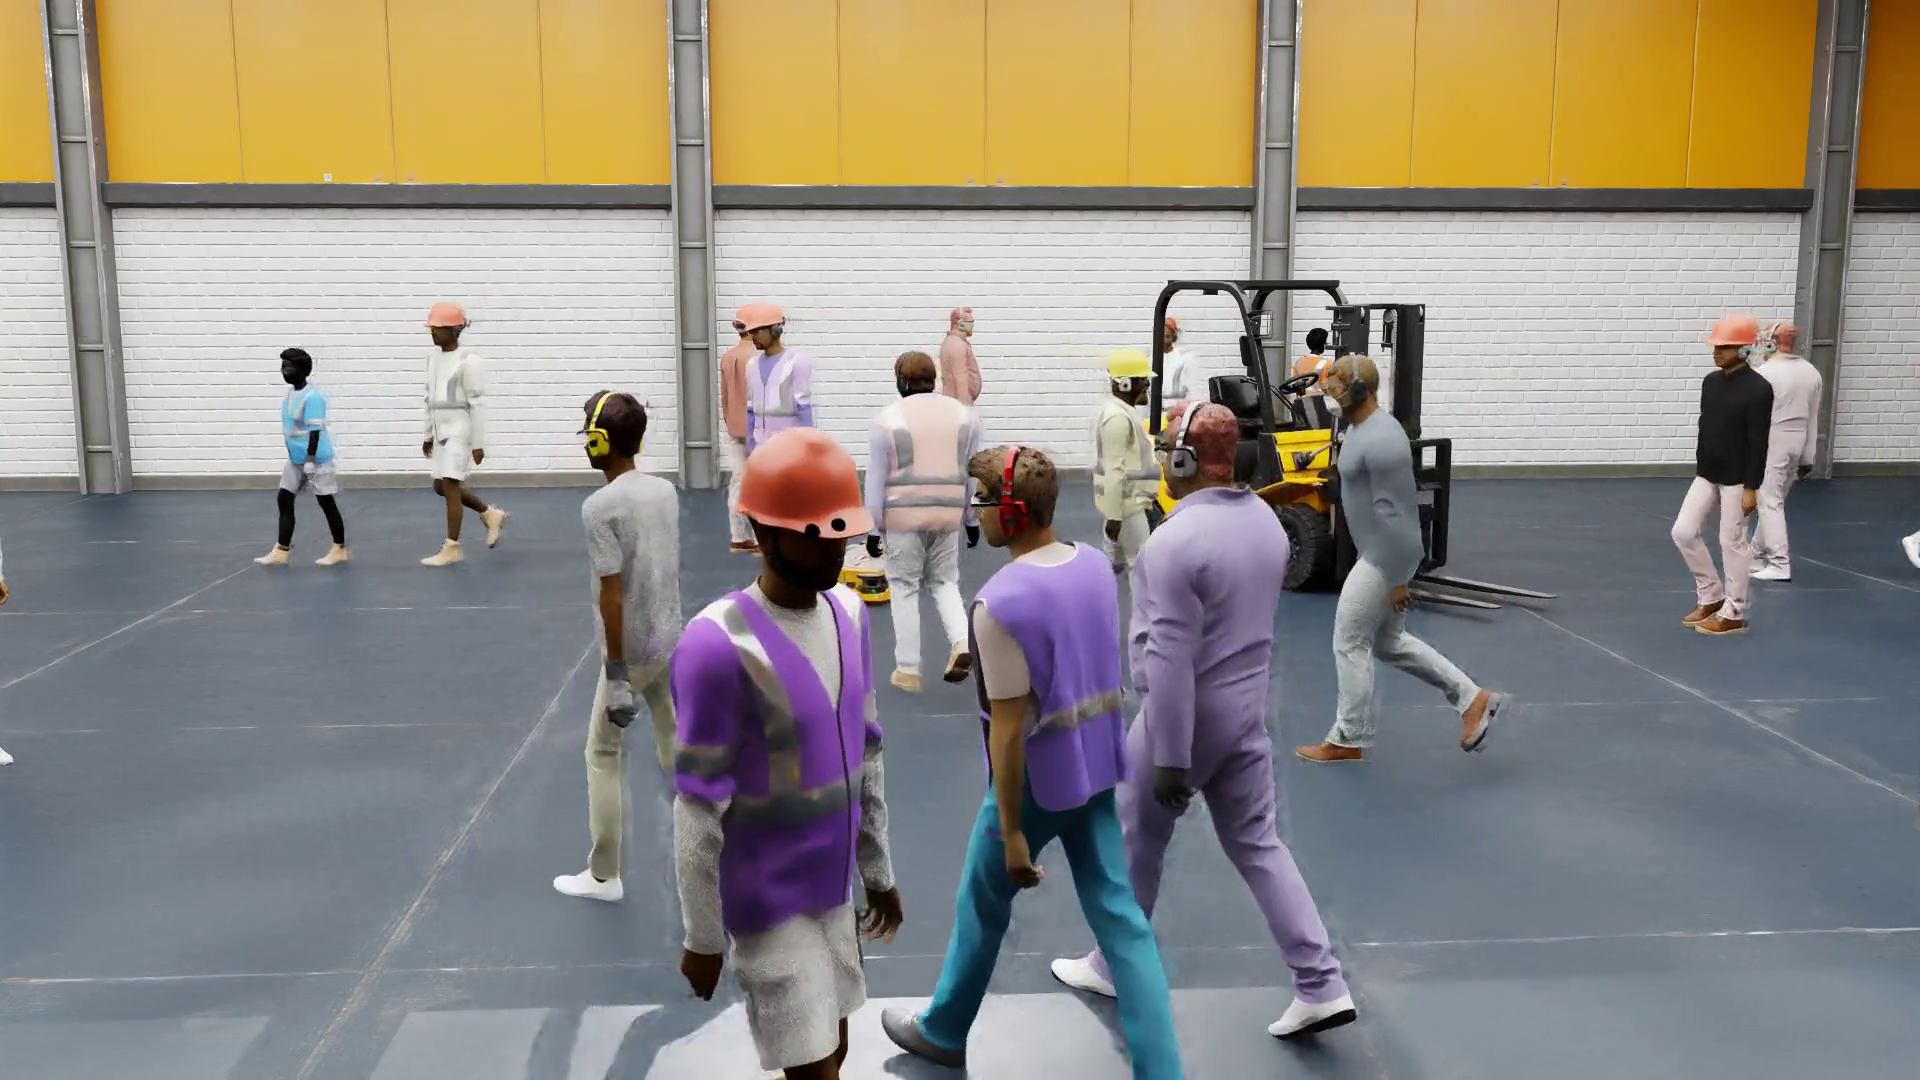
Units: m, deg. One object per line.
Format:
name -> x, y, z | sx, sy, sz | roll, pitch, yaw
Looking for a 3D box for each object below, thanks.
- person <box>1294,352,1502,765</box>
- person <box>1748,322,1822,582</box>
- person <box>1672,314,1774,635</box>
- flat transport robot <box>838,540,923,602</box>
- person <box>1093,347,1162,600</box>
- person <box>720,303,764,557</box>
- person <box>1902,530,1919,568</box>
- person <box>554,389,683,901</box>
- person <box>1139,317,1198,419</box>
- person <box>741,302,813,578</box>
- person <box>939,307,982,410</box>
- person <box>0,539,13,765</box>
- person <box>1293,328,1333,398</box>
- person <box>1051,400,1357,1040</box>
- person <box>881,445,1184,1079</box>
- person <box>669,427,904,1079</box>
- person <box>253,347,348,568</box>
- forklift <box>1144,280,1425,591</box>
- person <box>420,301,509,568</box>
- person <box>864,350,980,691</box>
person -> 1.994, 0.099, 7.457 | 0.843, 1.894, 0.642 | 1, 9, 7
person -> 5.924, -0.653, 12.200 | 0.675, 1.899, 0.622 | -4, 10, -24
person -> 4.660, -0.383, 10.158 | 0.473, 1.974, 0.655 | -2, 9, -12
flat transport robot -> -0.621, 0.207, 11.798 | 0.652, 0.197, 1.431 | 3, 9, 17
person -> 0.900, -0.235, 9.777 | 0.812, 1.808, 0.599 | 1, 9, 7
person -> -1.638, -0.865, 13.133 | 0.611, 1.995, 0.376 | 8, 12, 43
person -> 7.217, -0.512, 12.078 | 0.450, 1.609, 0.560 | 8, 12, 42
person -> -1.028, 0.400, 5.718 | 0.884, 1.838, 0.522 | 5, 10, 27
person -> 1.956, -1.146, 15.391 | 0.619, 1.850, 0.865 | 6, 11, 34
person -> -1.297, -0.703, 12.038 | 0.639, 2.019, 0.500 | 7, 11, 36
person -> 0.014, -1.313, 16.226 | 0.404, 1.910, 0.643 | -1, 9, -8
person -> -4.485, 0.182, 7.371 | 0.308, 1.736, 0.484 | 8, 12, 40
person -> 3.572, -1.296, 16.808 | 0.321, 1.689, 0.530 | -5, 10, -28
person -> 0.742, 0.521, 4.855 | 0.980, 1.865, 0.657 | 8, 12, 42
person -> 0.211, 0.639, 4.357 | 1.025, 1.784, 0.577 | 9, 12, 43
person -> -0.363, 0.713, 3.470 | 0.478, 1.917, 0.551 | 4, 10, 25
person -> -4.976, -0.596, 12.440 | 0.551, 1.660, 0.769 | 8, 12, 43
forklift -> 2.301, -0.860, 12.475 | 1.214, 2.155, 2.313 | -6, 11, -35
person -> -3.832, -0.820, 12.765 | 0.618, 2.028, 0.761 | 8, 12, 41
person -> -0.172, -0.087, 8.779 | 0.662, 1.821, 0.556 | -4, 10, -26
